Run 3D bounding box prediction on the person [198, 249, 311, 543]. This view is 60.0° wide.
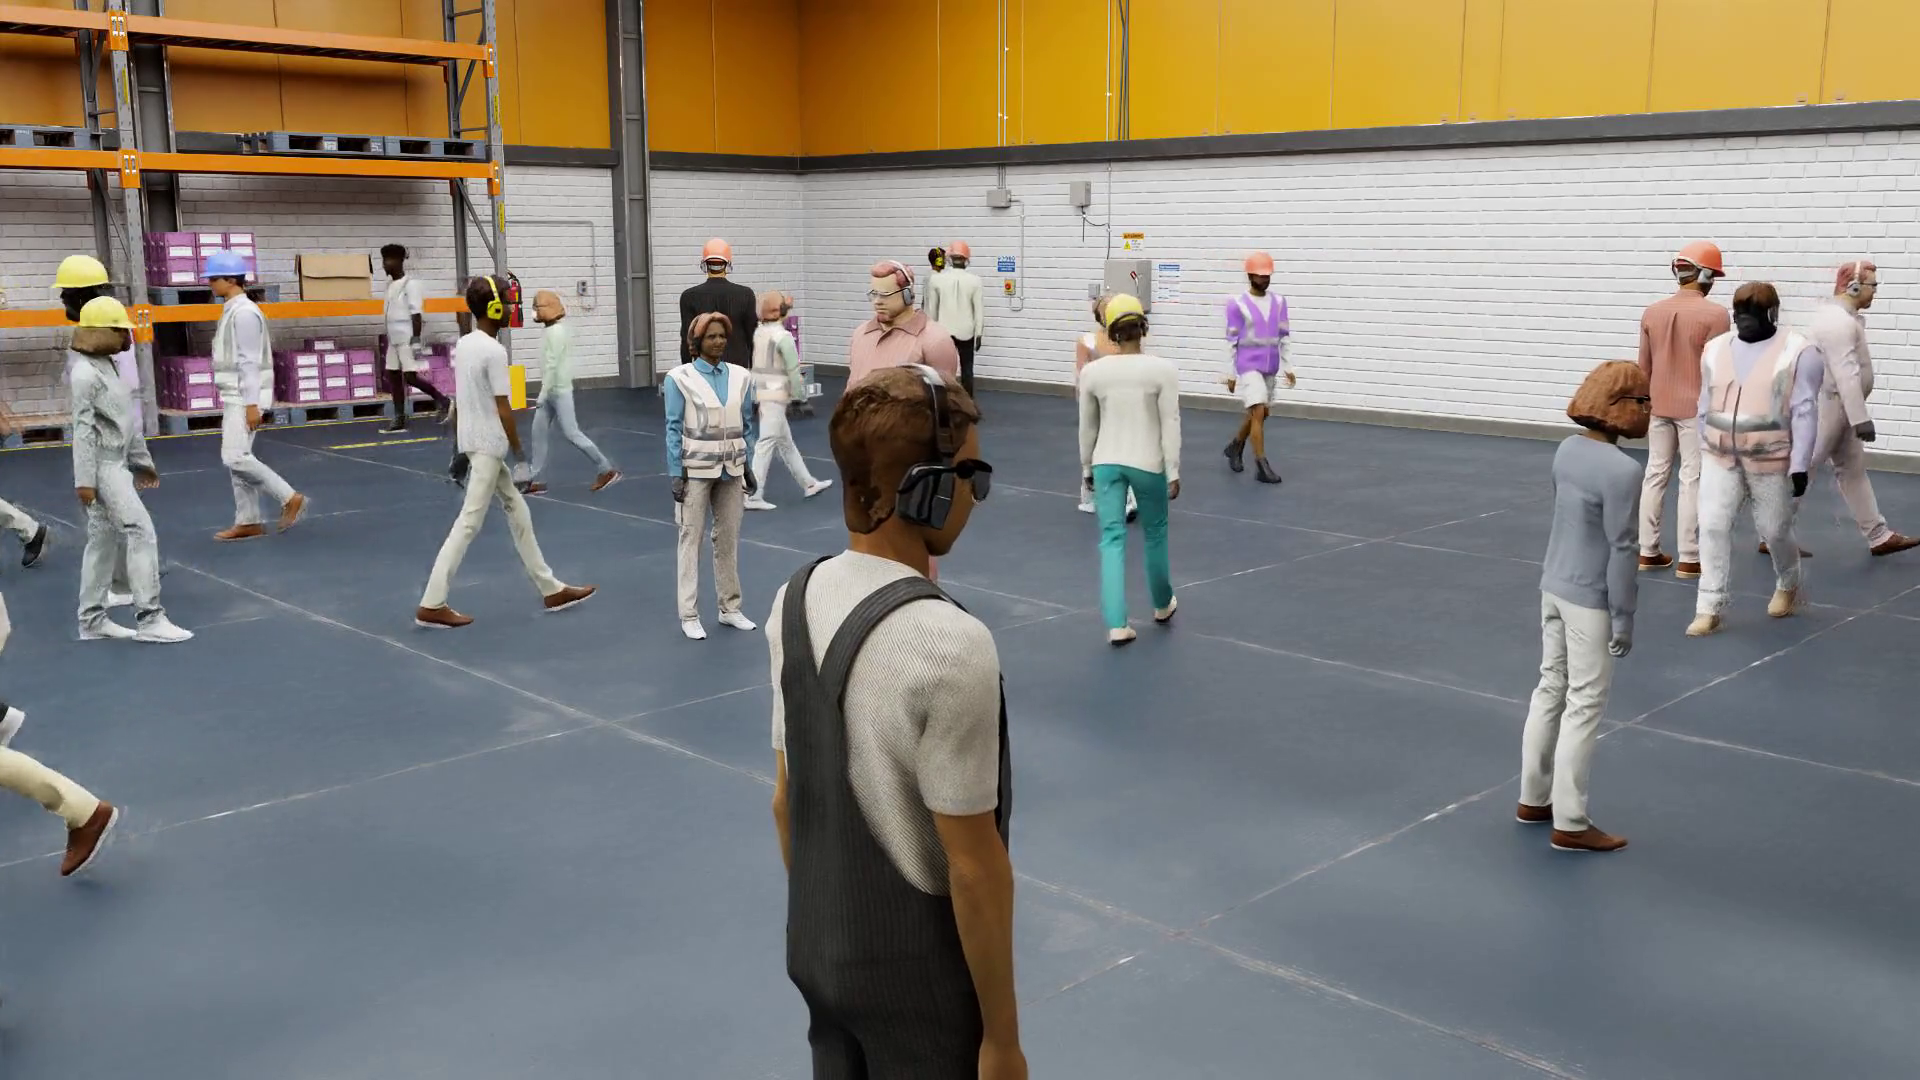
[{"bbox_3d":[-4.674,-0.933,10.927,0.501,1.927,0.629,-6,12,-32],"label":"person"}]

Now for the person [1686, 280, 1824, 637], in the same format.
[{"bbox_3d":[4.102,-0.432,8.557,0.897,1.811,0.632,-10,14,-43],"label":"person"}]

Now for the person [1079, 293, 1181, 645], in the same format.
[{"bbox_3d":[0.873,-0.372,8.412,0.543,1.717,0.870,4,11,18],"label":"person"}]

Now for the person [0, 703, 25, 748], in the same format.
[{"bbox_3d":[-3.523,0.068,5.614,0.656,1.869,0.631,6,12,30],"label":"person"}]

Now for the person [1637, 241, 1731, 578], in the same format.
[{"bbox_3d":[4.316,-0.771,9.899,0.393,1.985,0.611,-6,12,-29],"label":"person"}]

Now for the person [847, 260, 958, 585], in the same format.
[{"bbox_3d":[-0.332,-0.408,8.150,0.639,1.904,0.409,7,13,35],"label":"person"}]

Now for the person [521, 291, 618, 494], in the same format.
[{"bbox_3d":[-3.119,-1.155,13.052,0.799,1.600,0.502,-5,12,-27],"label":"person"}]

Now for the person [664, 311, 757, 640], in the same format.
[{"bbox_3d":[-1.260,-0.330,8.426,0.514,1.645,0.308,-9,14,-41],"label":"person"}]

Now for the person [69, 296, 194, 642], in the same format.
[{"bbox_3d":[-4.123,-0.339,8.266,0.701,1.720,0.501,-3,11,-14],"label":"person"}]

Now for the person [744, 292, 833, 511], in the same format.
[{"bbox_3d":[-1.278,-1.029,12.355,0.859,1.593,0.541,-6,12,-30],"label":"person"}]

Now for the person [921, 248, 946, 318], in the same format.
[{"bbox_3d":[-0.300,-2.722,20.903,0.437,1.868,0.631,-6,12,-30],"label":"person"}]

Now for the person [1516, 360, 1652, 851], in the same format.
[{"bbox_3d":[2.089,0.214,5.521,0.288,1.624,0.495,-1,10,-7],"label":"person"}]

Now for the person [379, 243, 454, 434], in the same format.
[{"bbox_3d":[-5.658,-2.075,17.113,0.608,1.950,0.689,9,14,40],"label":"person"}]

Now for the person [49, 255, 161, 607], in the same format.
[{"bbox_3d":[-4.652,-0.572,8.994,0.416,1.915,0.609,-2,11,-10],"label":"person"}]

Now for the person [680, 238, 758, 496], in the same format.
[{"bbox_3d":[-1.854,-1.325,12.889,0.609,1.996,0.383,-2,11,-11],"label":"person"}]

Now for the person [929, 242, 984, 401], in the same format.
[{"bbox_3d":[-0.032,-2.312,18.441,0.611,1.939,1.009,0,10,2],"label":"person"}]

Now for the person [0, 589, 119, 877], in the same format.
[{"bbox_3d":[-3.000,0.302,5.065,0.592,1.617,0.510,-7,13,-34],"label":"person"}]

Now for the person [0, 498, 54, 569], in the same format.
[{"bbox_3d":[-5.883,-0.654,9.767,0.600,1.807,0.808,10,15,44],"label":"person"}]

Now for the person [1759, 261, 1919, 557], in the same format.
[{"bbox_3d":[5.526,-0.782,10.316,0.972,1.861,0.651,6,12,30],"label":"person"}]

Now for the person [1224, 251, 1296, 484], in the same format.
[{"bbox_3d":[2.454,-1.457,13.886,0.559,1.907,0.920,-5,11,-24],"label":"person"}]

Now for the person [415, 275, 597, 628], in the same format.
[{"bbox_3d":[-2.422,-0.461,8.668,1.007,1.820,0.543,-7,12,-33],"label":"person"}]

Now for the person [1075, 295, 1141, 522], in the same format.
[{"bbox_3d":[1.078,-0.936,11.838,0.525,1.605,0.822,-3,11,-15],"label":"person"}]

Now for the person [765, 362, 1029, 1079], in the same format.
[{"bbox_3d":[-0.082,0.660,2.488,0.346,1.843,0.507,-8,13,-39],"label":"person"}]
